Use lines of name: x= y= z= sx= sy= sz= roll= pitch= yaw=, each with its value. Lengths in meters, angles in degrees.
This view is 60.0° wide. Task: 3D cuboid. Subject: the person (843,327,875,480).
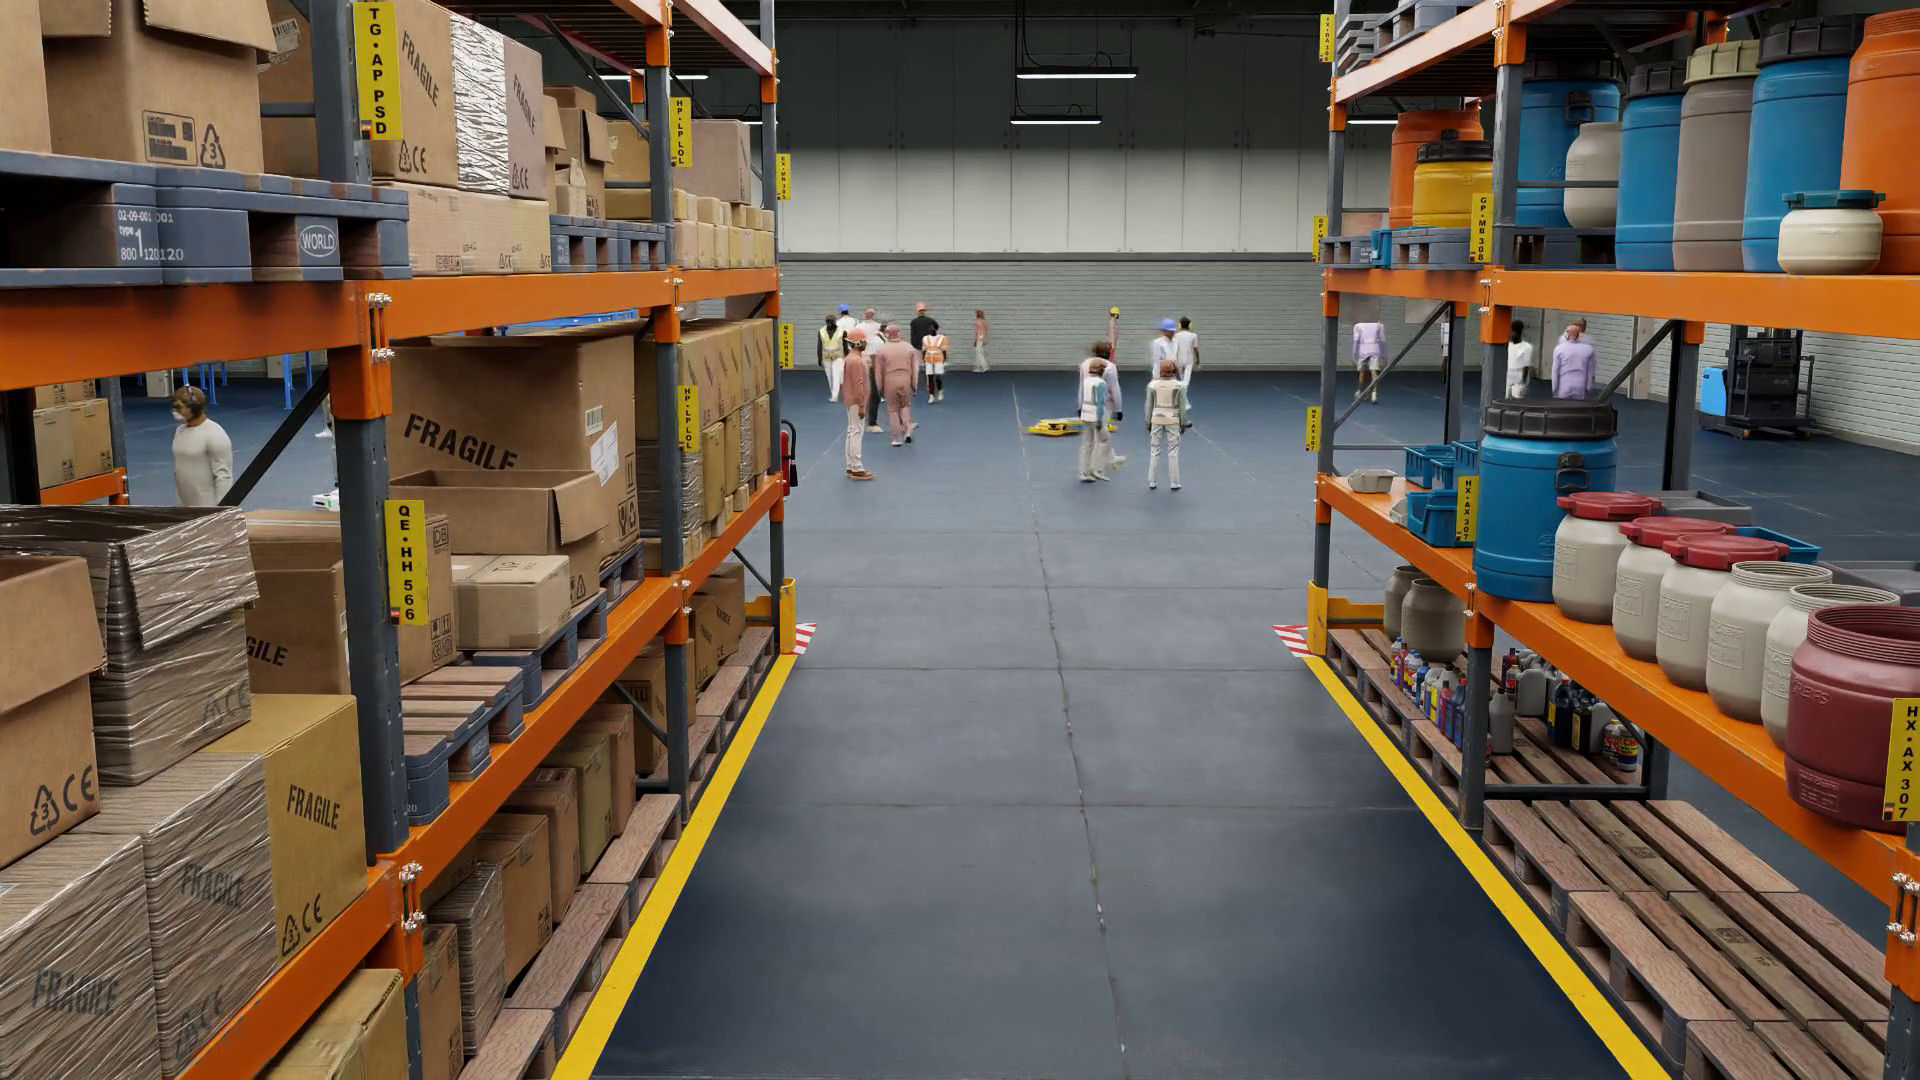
person: x=-1.358 y=-1.811 z=22.023 sx=0.375 sy=1.997 sz=0.609 roll=-3 pitch=10 yaw=-15

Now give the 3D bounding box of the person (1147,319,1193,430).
person: x=3.538 y=-2.812 z=28.349 sx=0.603 sy=1.882 sz=1.022 roll=-6 pitch=11 yaw=-33

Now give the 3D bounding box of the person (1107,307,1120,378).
person: x=3.773 y=-4.843 z=40.905 sx=0.341 sy=1.757 sz=0.518 roll=1 pitch=10 yaw=5

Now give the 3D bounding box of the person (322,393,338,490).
person: x=-7.712 y=-1.543 z=20.910 sx=0.595 sy=1.831 sz=0.403 roll=3 pitch=10 yaw=19

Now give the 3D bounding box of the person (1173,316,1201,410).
person: x=4.313 y=-3.374 z=31.908 sx=0.520 sy=1.830 sz=0.959 roll=6 pitch=11 yaw=30

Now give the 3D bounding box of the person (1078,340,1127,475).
person: x=1.978 y=-1.792 z=22.487 sx=0.946 sy=1.798 sz=0.656 roll=-7 pitch=12 yaw=-35

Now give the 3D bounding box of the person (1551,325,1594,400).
person: x=9.485 y=-2.391 z=25.832 sx=0.652 sy=1.889 sz=0.430 roll=1 pitch=9 yaw=3

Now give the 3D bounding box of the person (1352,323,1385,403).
person: x=8.371 y=-3.801 z=34.044 sx=0.689 sy=1.968 sz=1.089 roll=0 pitch=9 yaw=2

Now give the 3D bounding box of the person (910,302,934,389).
person: x=-0.846 y=-4.392 z=37.600 sx=0.615 sy=1.962 sz=0.879 roll=-3 pitch=10 yaw=-17

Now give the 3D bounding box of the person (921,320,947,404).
person: x=-0.535 y=-3.604 z=33.694 sx=0.547 sy=1.680 sz=0.378 roll=4 pitch=10 yaw=20

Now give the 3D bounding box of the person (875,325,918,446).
person: x=-1.007 y=-2.402 z=25.902 sx=0.665 sy=1.881 sz=0.481 roll=-4 pitch=10 yaw=-21

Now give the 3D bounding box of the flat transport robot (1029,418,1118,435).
flat transport robot: x=1.921 y=-1.934 z=28.046 sx=1.431 sy=0.197 sz=0.652 roll=-7 pitch=12 yaw=-35

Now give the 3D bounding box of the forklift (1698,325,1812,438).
forklift: x=13.248 y=-3.165 z=27.620 sx=1.129 sy=2.768 sz=1.873 roll=0 pitch=9 yaw=1

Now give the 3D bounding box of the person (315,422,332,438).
person: x=-10.146 y=-2.487 z=27.260 sx=0.823 sy=1.601 sz=0.508 roll=-3 pitch=10 yaw=-19

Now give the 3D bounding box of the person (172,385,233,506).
person: x=-5.767 y=-0.215 z=12.660 sx=0.627 sy=1.934 sz=0.370 roll=7 pitch=12 yaw=35

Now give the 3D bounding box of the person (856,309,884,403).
person: x=-1.830 y=-3.765 z=34.000 sx=0.642 sy=1.909 sz=0.399 roll=2 pitch=10 yaw=13

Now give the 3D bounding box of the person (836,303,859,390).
person: x=-2.565 y=-4.357 z=37.446 sx=0.665 sy=1.934 sz=0.456 roll=-5 pitch=11 yaw=-25

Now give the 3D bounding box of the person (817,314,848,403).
person: x=-2.608 y=-3.763 z=34.352 sx=0.635 sy=1.802 sz=0.931 roll=2 pitch=10 yaw=11

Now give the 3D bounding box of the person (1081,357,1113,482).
person: x=1.783 y=-1.558 z=21.655 sx=0.480 sy=1.612 sz=0.517 roll=-5 pitch=11 yaw=-26

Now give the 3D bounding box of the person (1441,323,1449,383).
person: x=11.680 y=-4.694 z=39.468 sx=0.371 sy=1.935 sz=0.551 roll=-7 pitch=12 yaw=-37

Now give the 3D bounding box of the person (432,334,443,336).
person: x=-8.194 y=-2.407 z=26.259 sx=0.523 sy=1.779 sz=1.064 roll=-5 pitch=11 yaw=-27

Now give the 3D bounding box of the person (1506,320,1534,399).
person: x=8.873 y=-2.533 z=26.505 sx=0.476 sy=1.943 sz=0.604 roll=-5 pitch=11 yaw=-27

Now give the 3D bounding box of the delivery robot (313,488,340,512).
delivery robot: x=-6.513 y=-0.401 z=17.738 sx=0.477 sy=0.478 sz=0.707 roll=7 pitch=12 yaw=37

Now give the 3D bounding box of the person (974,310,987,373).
person: x=0.513 y=-5.147 z=43.134 sx=0.389 sy=1.648 sz=0.522 roll=5 pitch=11 yaw=26

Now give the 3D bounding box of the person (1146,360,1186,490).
person: x=2.600 y=-1.459 z=21.023 sx=0.514 sy=1.631 sz=0.318 roll=4 pitch=10 yaw=22

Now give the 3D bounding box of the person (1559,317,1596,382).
person: x=10.862 y=-2.951 z=29.164 sx=0.995 sy=1.888 sz=0.648 roll=-7 pitch=12 yaw=-38

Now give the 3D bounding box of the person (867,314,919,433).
person: x=-1.173 y=-2.781 z=27.831 sx=1.001 sy=2.000 sz=0.701 roll=8 pitch=13 yaw=41
